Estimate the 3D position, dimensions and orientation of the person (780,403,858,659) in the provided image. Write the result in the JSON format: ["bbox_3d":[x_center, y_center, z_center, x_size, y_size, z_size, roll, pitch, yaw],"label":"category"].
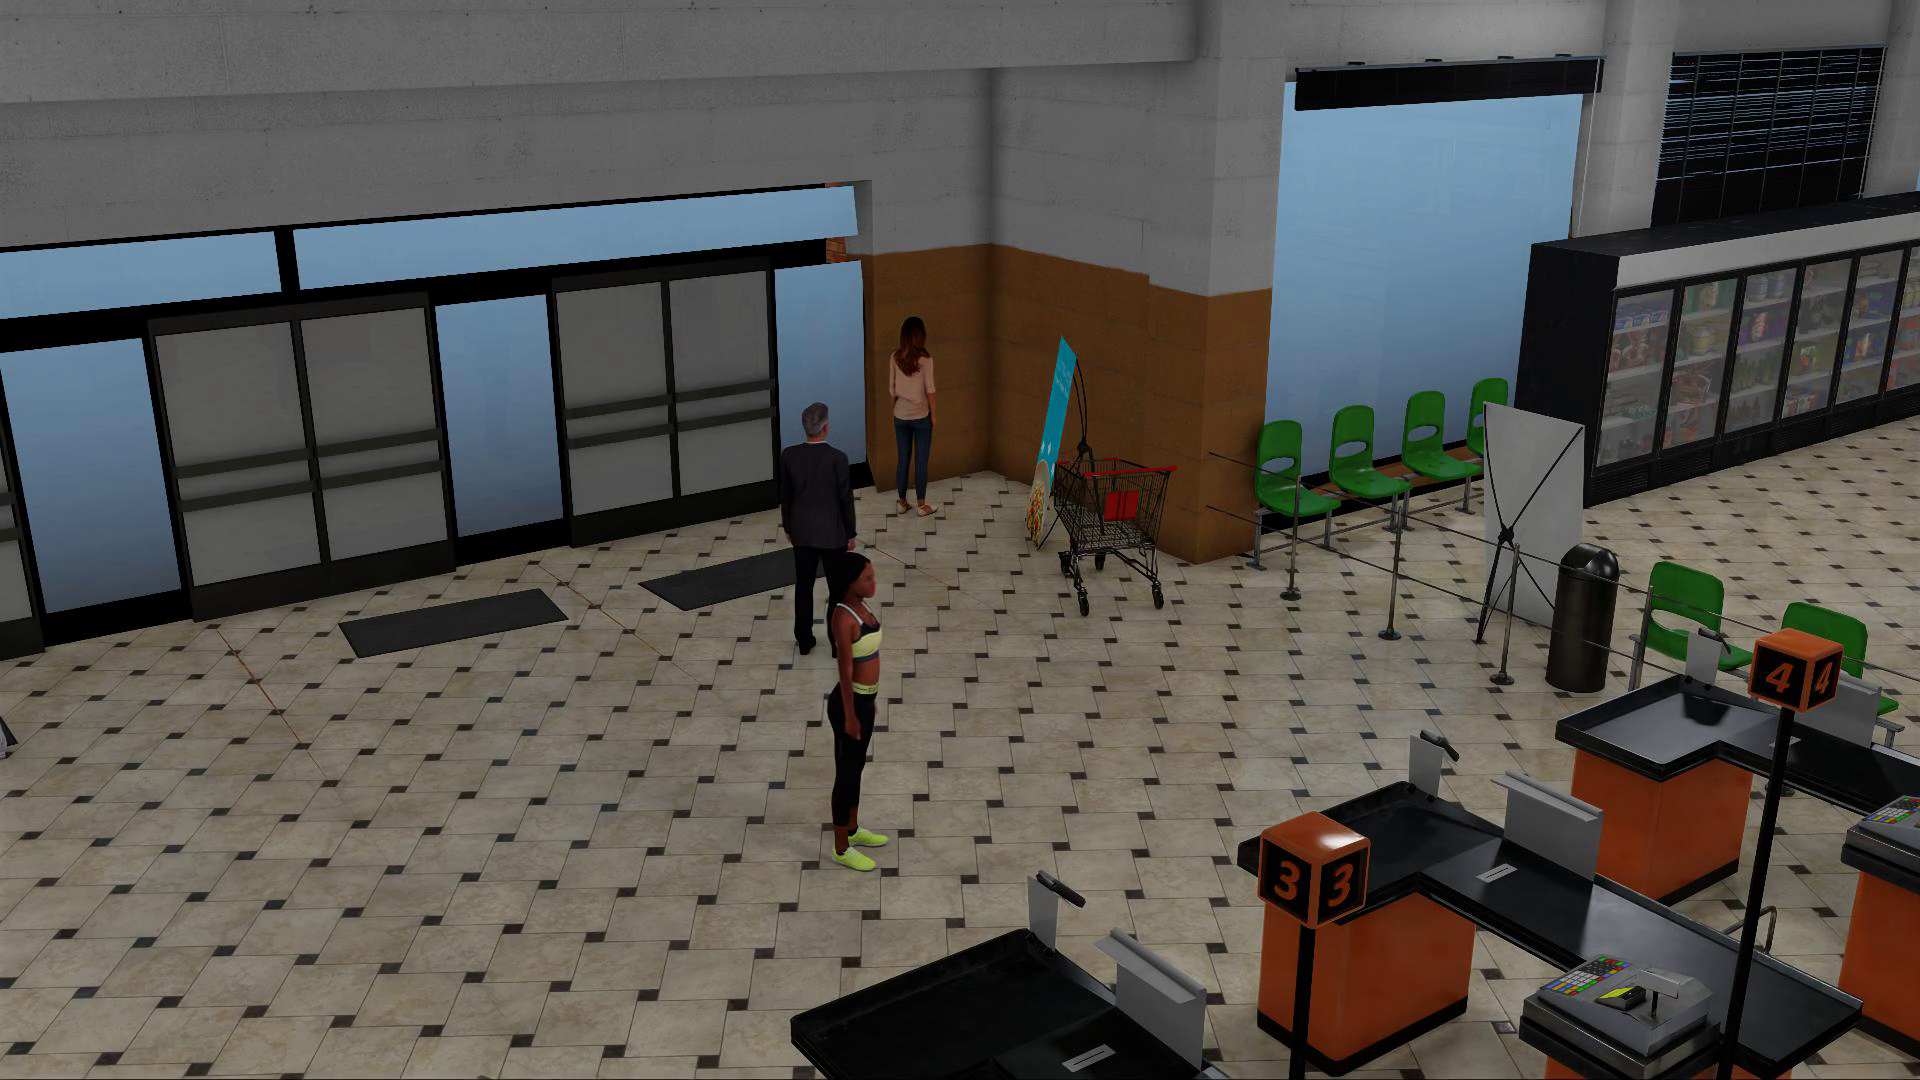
[{"bbox_3d":[-0.983,-0.072,11.673,0.774,1.842,0.864,5,19,16],"label":"person"}]

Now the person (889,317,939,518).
[{"bbox_3d":[-0.422,-1.100,14.800,0.620,1.792,0.734,8,20,24],"label":"person"}]

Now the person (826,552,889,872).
[{"bbox_3d":[-0.583,0.898,8.932,0.693,1.755,0.640,4,19,12],"label":"person"}]
